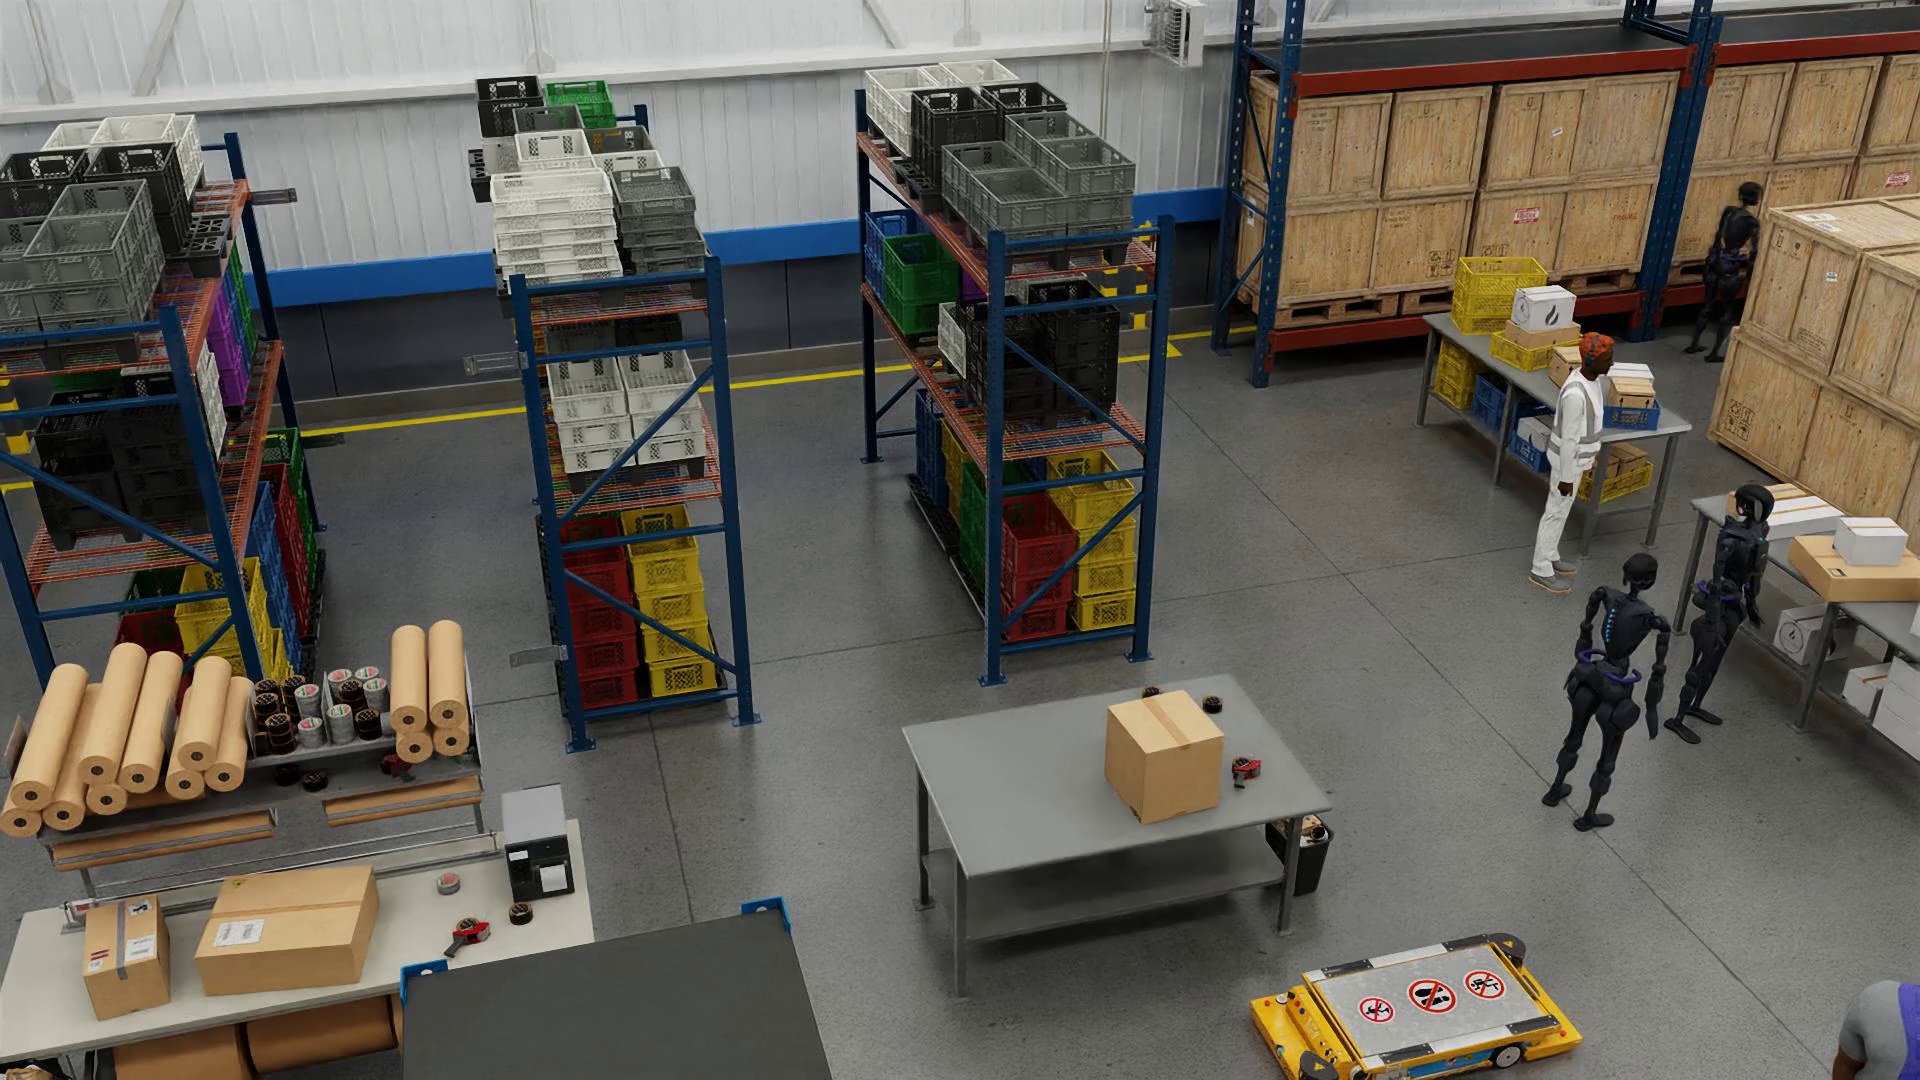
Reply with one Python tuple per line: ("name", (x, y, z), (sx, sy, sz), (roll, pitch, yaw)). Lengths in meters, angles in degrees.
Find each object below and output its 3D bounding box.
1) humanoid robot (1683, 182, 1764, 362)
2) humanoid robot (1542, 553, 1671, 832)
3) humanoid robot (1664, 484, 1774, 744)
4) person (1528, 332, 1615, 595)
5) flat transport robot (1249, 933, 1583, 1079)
("humanoid robot", (7.001, -2.450, 15.154), (0.404, 1.647, 0.567), (-6, 29, -11))
("humanoid robot", (3.590, 0.819, 9.215), (0.369, 1.648, 0.599), (-14, 32, -24))
("humanoid robot", (4.566, 0.428, 9.903), (0.585, 1.660, 0.331), (-23, 36, -36))
("person", (4.225, -0.541, 11.469), (0.345, 1.882, 0.583), (14, 32, 24))
("flat transport robot", (2.184, 2.282, 7.980), (1.431, 0.197, 0.652), (-8, 30, -14))
